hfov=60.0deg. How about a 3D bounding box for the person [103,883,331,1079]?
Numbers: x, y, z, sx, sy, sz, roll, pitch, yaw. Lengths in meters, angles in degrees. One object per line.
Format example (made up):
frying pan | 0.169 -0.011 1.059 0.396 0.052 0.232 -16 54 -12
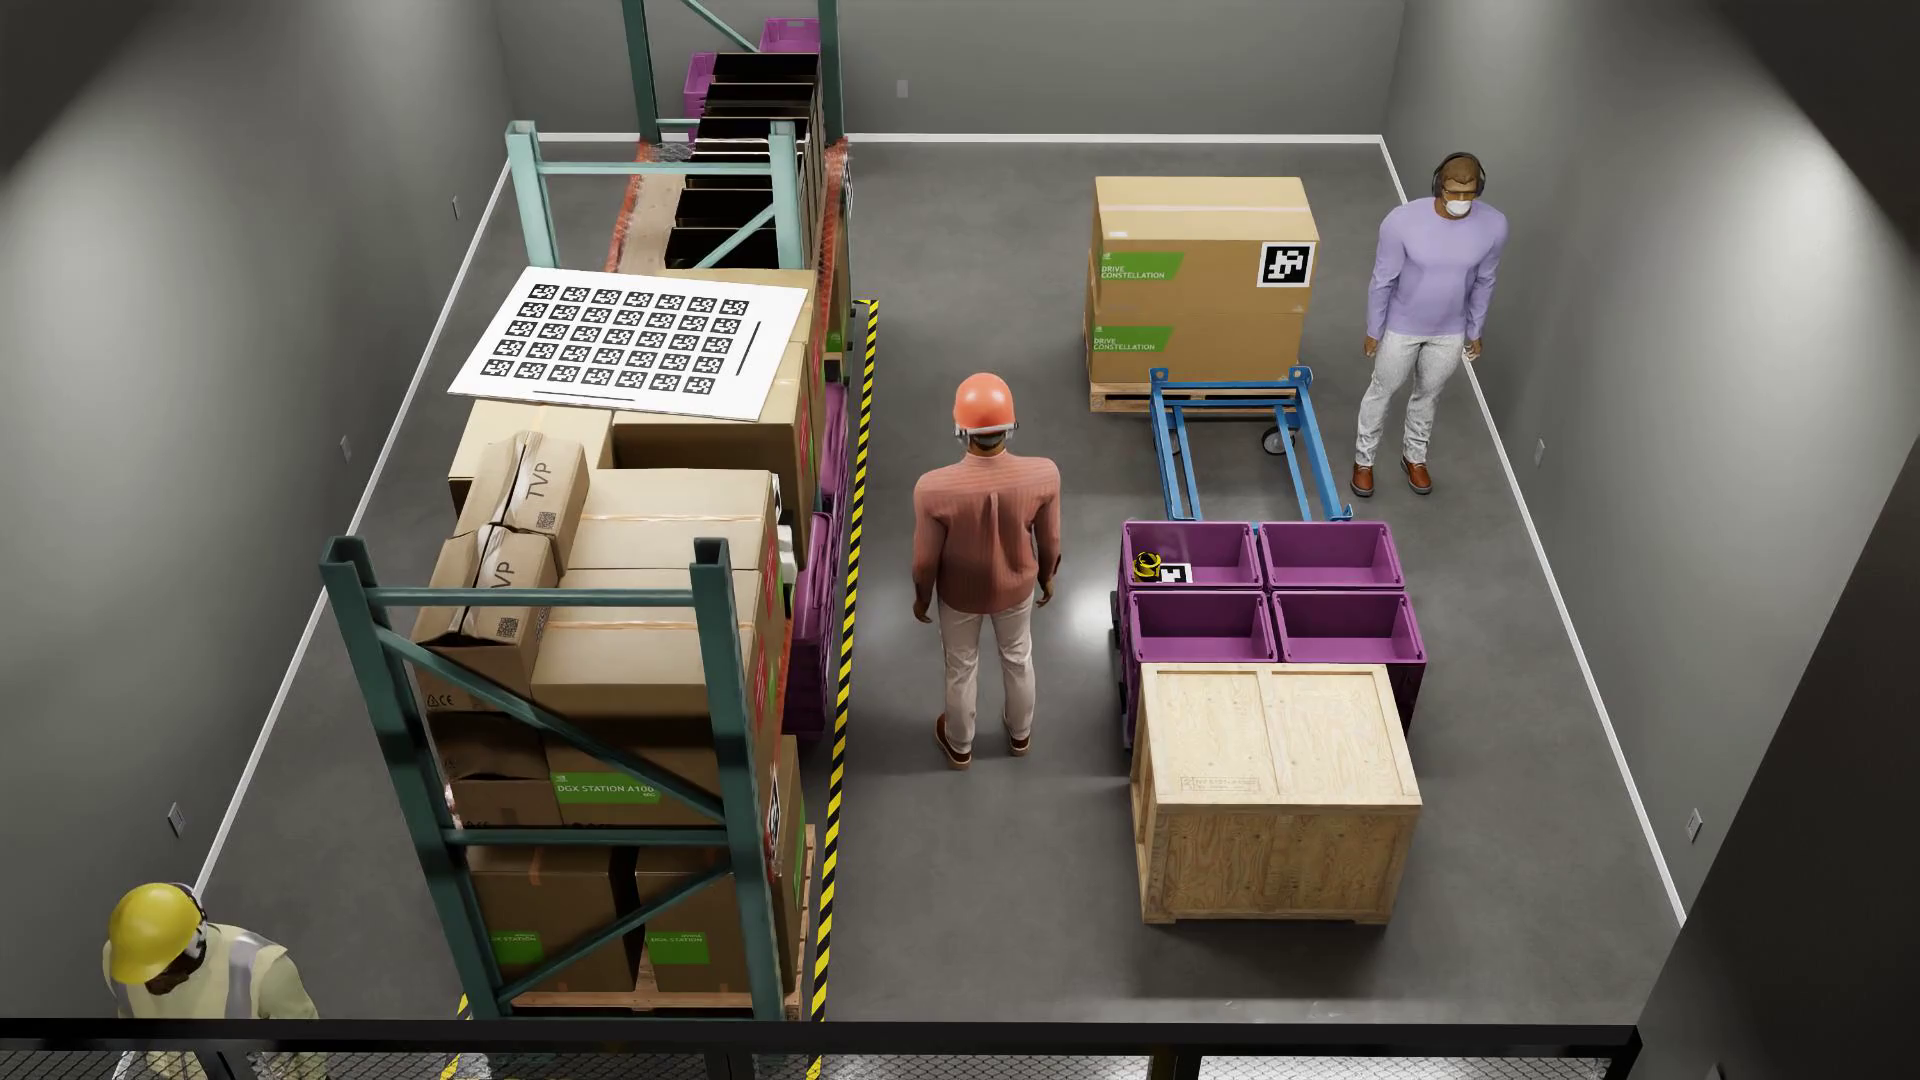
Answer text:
person | -2.307 1.675 5.284 0.600 1.827 0.404 3 41 4

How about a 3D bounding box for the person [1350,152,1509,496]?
person | 2.328 -1.062 8.325 0.627 1.940 0.372 -1 41 -1

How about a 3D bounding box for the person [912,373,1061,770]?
person | 0.101 0.160 6.889 0.625 1.991 0.392 -9 42 -11
